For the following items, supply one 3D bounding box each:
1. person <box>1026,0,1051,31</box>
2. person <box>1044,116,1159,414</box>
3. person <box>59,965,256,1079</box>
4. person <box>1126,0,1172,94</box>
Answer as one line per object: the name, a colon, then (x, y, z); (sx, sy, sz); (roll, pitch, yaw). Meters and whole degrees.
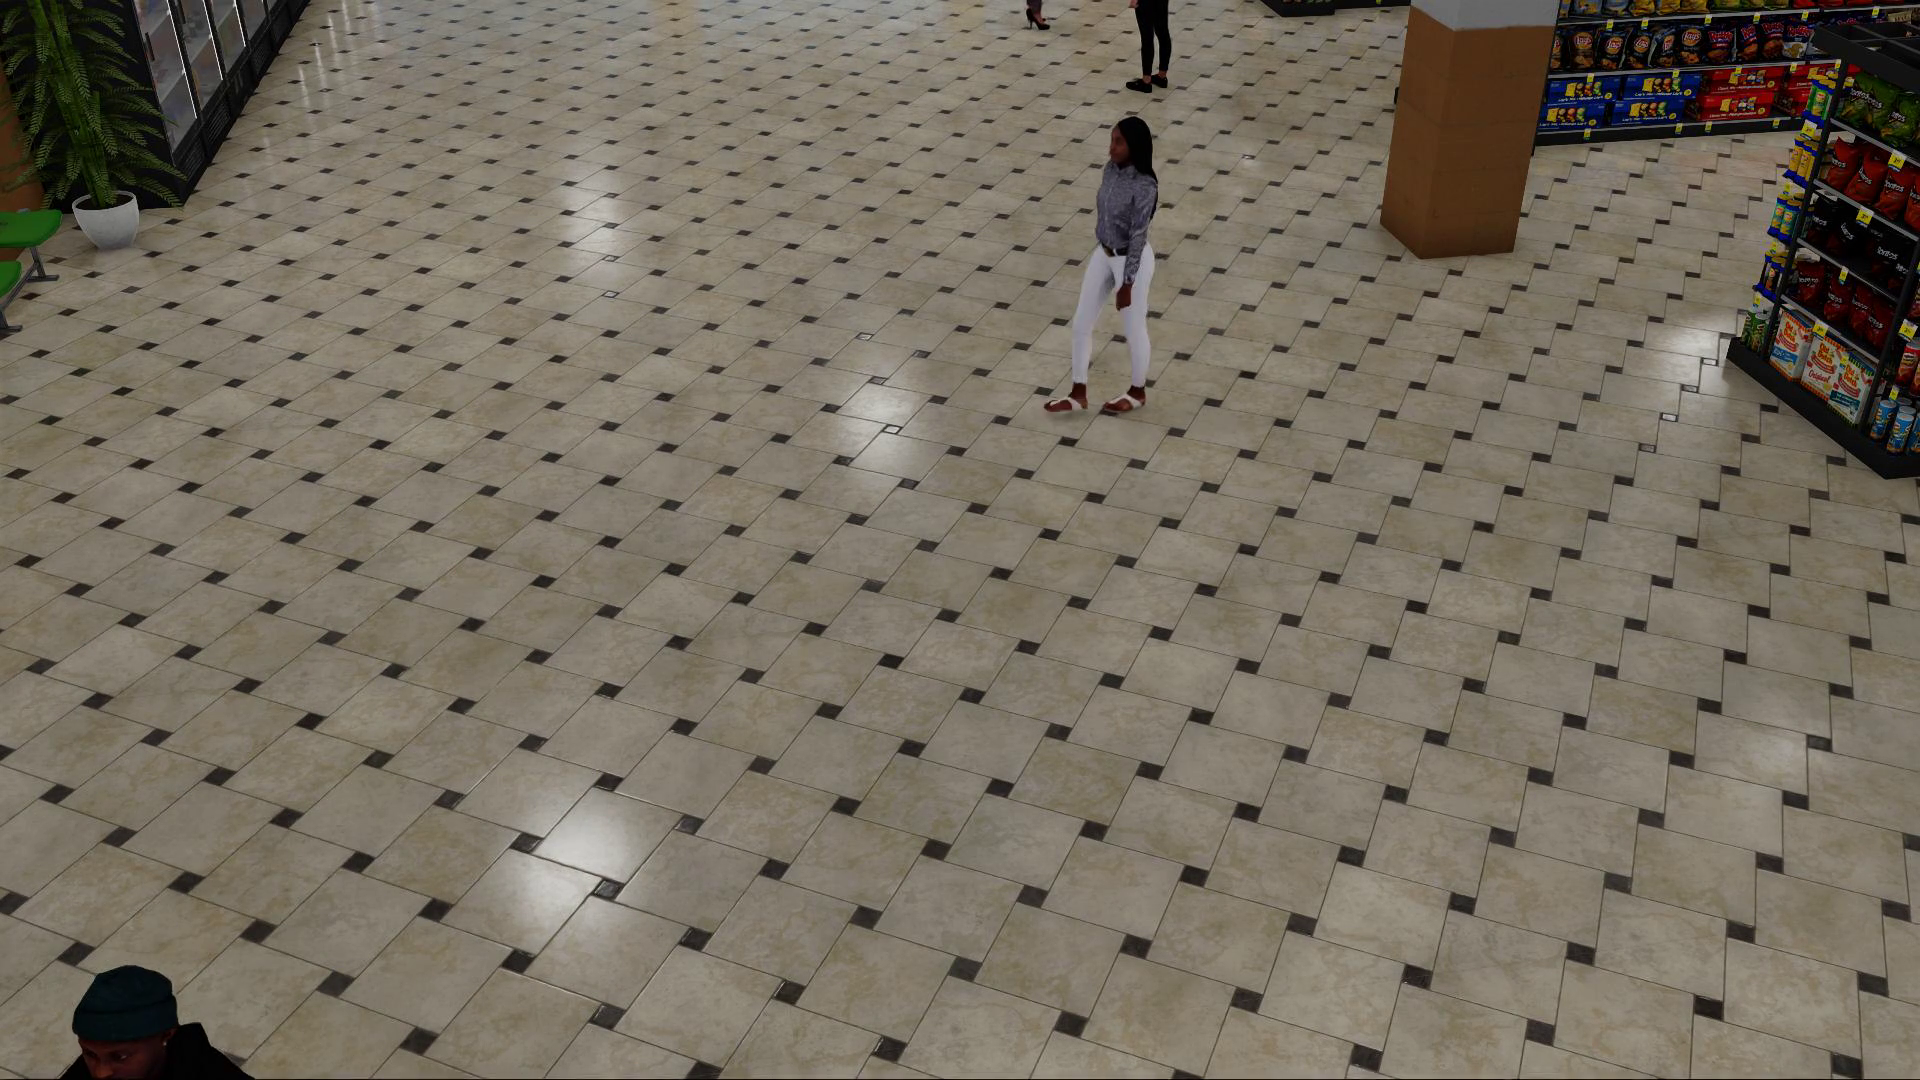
person: (0.745, -5.807, 16.094); (0.527, 1.670, 0.609); (-7, 33, -12)
person: (0.959, -1.483, 9.106); (0.937, 1.710, 0.786); (-17, 36, -25)
person: (-1.801, 1.657, 3.962); (0.726, 1.813, 0.844); (6, 32, 9)
person: (1.676, -4.755, 14.363); (0.625, 1.712, 0.738); (-23, 39, -32)
